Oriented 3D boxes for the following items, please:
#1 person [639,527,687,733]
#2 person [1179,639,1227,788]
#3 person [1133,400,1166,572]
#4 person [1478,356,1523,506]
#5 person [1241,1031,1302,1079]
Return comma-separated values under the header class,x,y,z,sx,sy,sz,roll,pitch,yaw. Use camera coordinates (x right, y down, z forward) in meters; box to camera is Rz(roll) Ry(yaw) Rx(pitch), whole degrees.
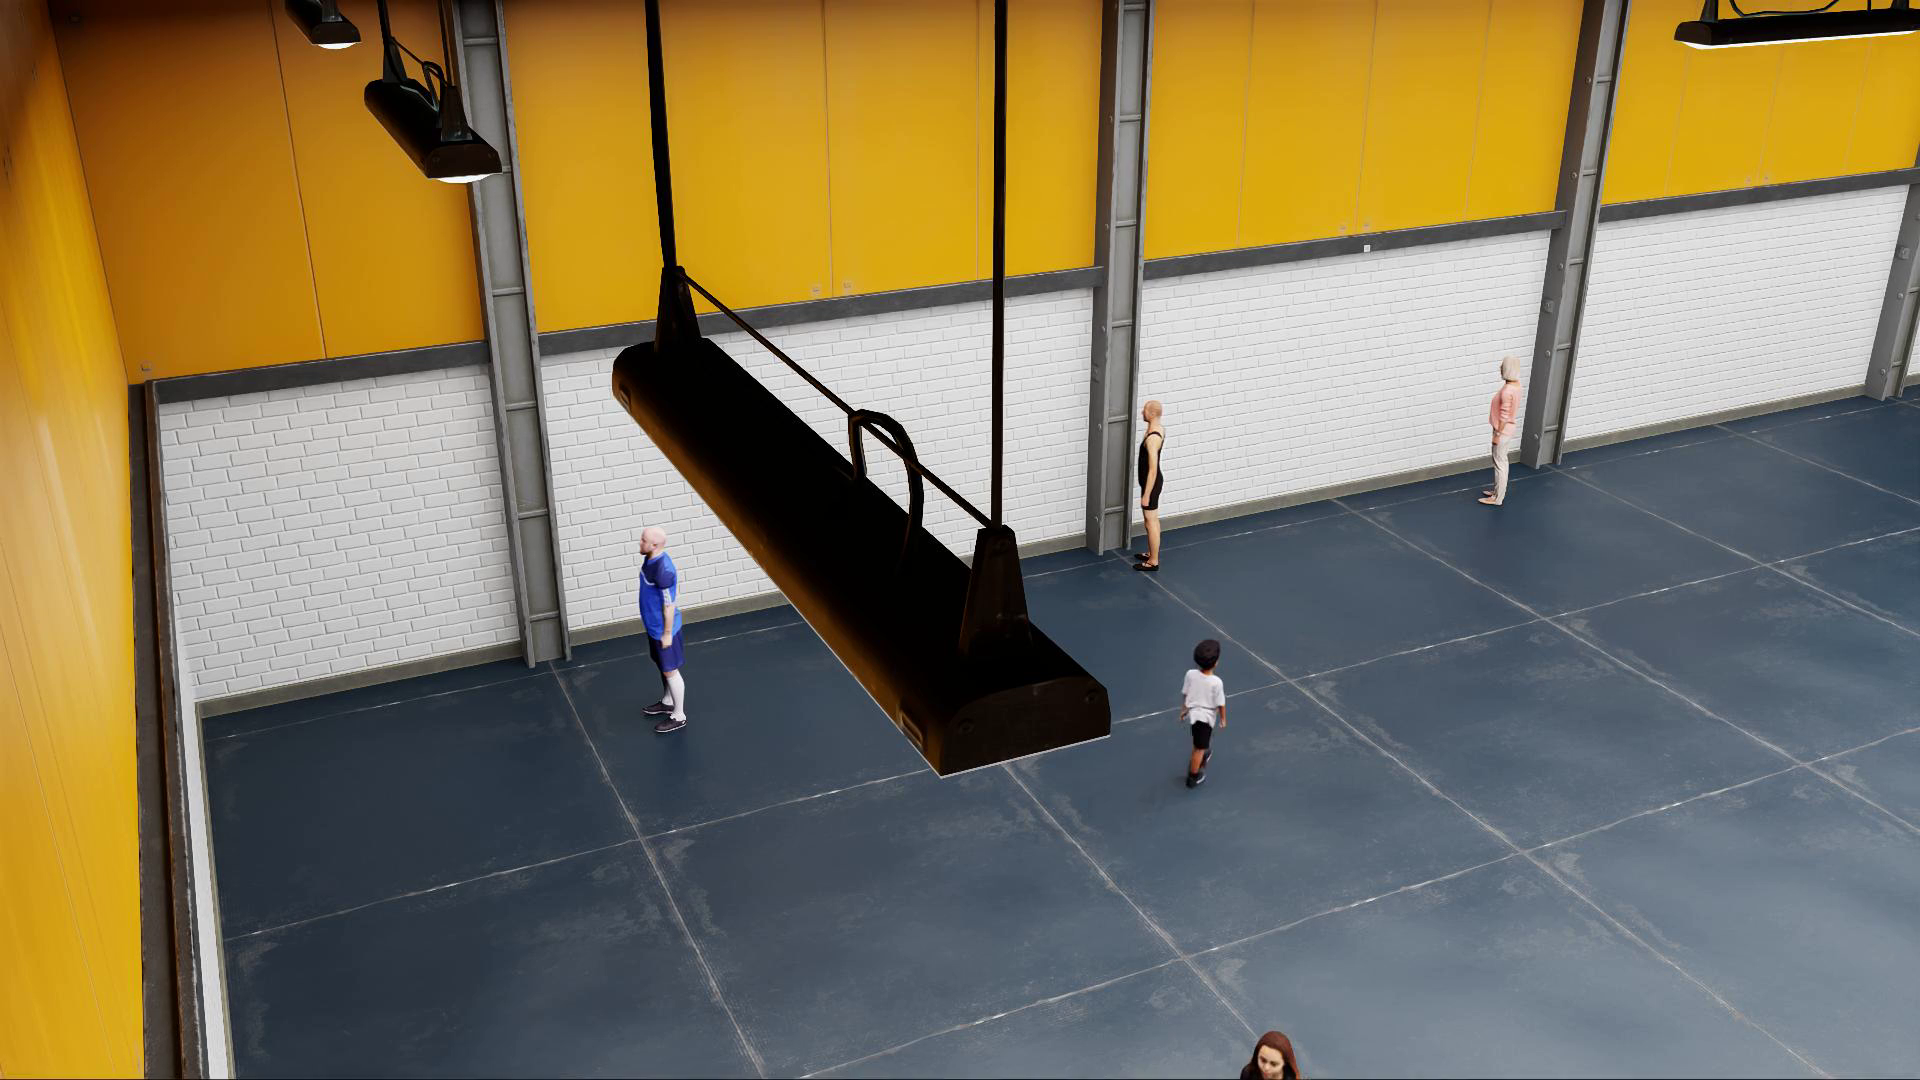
class,x,y,z,sx,sy,sz,roll,pitch,yaw
person,-2.511,0.722,14.044,0.576,1.842,0.673,-9,25,-20
person,1.897,1.400,13.239,0.698,1.243,0.823,17,29,33
person,1.958,-0.561,17.013,0.712,1.814,0.713,4,24,9
person,6.103,-1.240,18.677,0.745,1.726,0.655,12,26,26
person,1.665,3.203,8.857,0.909,1.450,1.063,14,27,28
